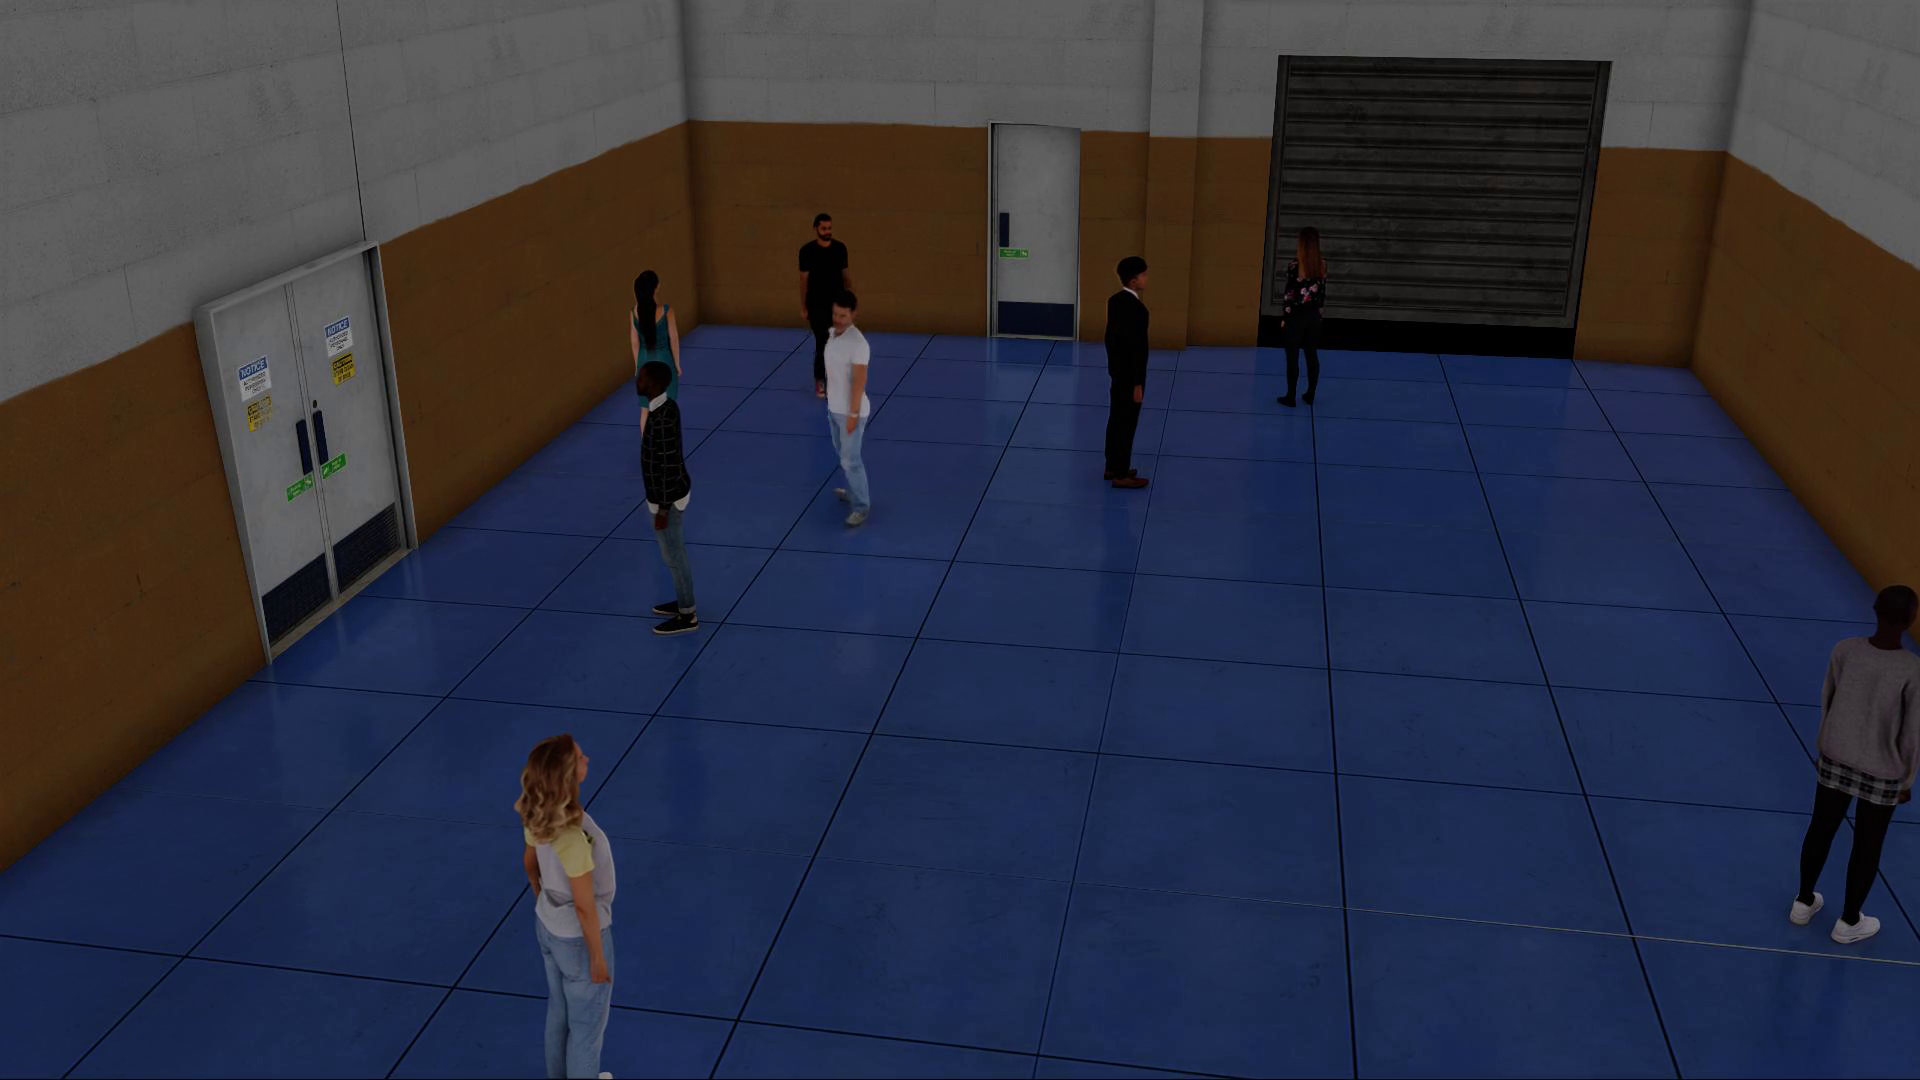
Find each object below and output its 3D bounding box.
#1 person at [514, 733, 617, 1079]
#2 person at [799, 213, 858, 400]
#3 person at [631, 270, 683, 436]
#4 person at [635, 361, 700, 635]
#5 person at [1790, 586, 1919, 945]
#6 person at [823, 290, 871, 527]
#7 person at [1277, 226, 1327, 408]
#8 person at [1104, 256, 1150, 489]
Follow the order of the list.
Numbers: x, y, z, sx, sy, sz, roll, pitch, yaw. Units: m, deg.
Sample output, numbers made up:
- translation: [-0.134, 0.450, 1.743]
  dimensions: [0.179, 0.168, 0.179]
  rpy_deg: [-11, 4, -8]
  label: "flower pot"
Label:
- translation: [-1.501, 1.524, 6.429]
  dimensions: [0.767, 1.722, 0.690]
  rpy_deg: [-17, 27, -36]
  label: "person"
- translation: [-1.303, -2.242, 15.796]
  dimensions: [0.786, 1.743, 0.852]
  rpy_deg: [-13, 25, -29]
  label: "person"
- translation: [-2.522, -1.413, 13.806]
  dimensions: [0.455, 1.687, 0.626]
  rpy_deg: [1, 22, 3]
  label: "person"
- translation: [-1.894, -0.287, 10.827]
  dimensions: [0.651, 1.820, 0.718]
  rpy_deg: [-2, 22, -6]
  label: "person"
- translation: [4.138, 1.021, 7.634]
  dimensions: [0.754, 1.772, 0.683]
  rpy_deg: [-16, 27, -35]
  label: "person"
- translation: [-0.835, -1.031, 12.658]
  dimensions: [0.888, 1.835, 0.952]
  rpy_deg: [-5, 22, -12]
  label: "person"
- translation: [3.188, -2.076, 15.461]
  dimensions: [0.602, 1.683, 0.714]
  rpy_deg: [-8, 23, -18]
  label: "person"
- translation: [1.334, -1.358, 13.408]
  dimensions: [0.719, 1.882, 0.775]
  rpy_deg: [-6, 23, -14]
  label: "person"
